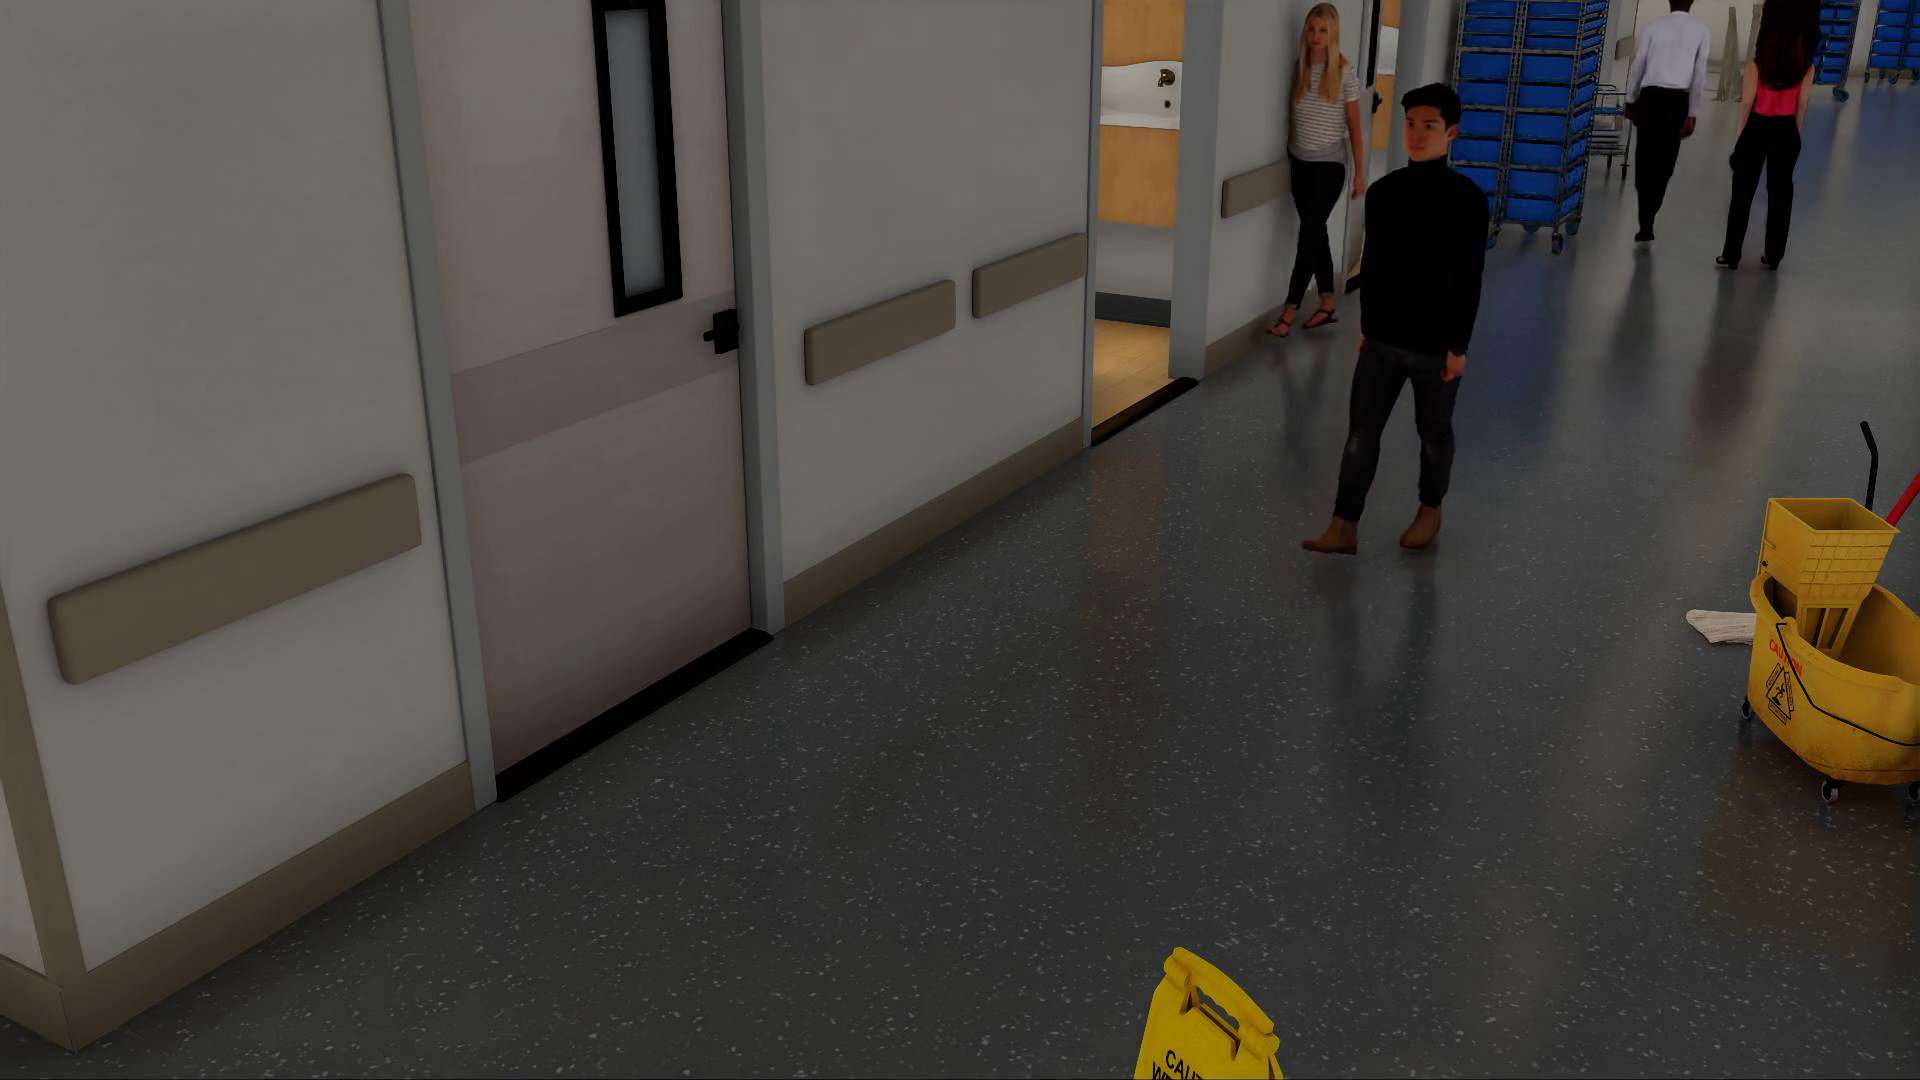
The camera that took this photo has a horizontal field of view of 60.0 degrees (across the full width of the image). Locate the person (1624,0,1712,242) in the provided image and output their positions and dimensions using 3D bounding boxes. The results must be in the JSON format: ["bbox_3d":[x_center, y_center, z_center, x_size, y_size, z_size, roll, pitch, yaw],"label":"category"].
[{"bbox_3d":[4.948,-2.965,11.731,0.854,1.775,1.335,6,21,15],"label":"person"}]

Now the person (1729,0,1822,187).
[{"bbox_3d":[6.894,-3.835,13.894,1.040,1.870,1.334,2,21,6],"label":"person"}]

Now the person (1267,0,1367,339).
[{"bbox_3d":[2.032,-2.034,9.243,0.762,1.796,1.006,17,27,38],"label":"person"}]

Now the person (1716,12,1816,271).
[{"bbox_3d":[5.362,-2.636,11.027,0.649,1.658,0.644,2,21,6],"label":"person"}]

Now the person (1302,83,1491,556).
[{"bbox_3d":[1.689,-0.769,6.044,0.793,1.695,1.022,18,27,39],"label":"person"}]
